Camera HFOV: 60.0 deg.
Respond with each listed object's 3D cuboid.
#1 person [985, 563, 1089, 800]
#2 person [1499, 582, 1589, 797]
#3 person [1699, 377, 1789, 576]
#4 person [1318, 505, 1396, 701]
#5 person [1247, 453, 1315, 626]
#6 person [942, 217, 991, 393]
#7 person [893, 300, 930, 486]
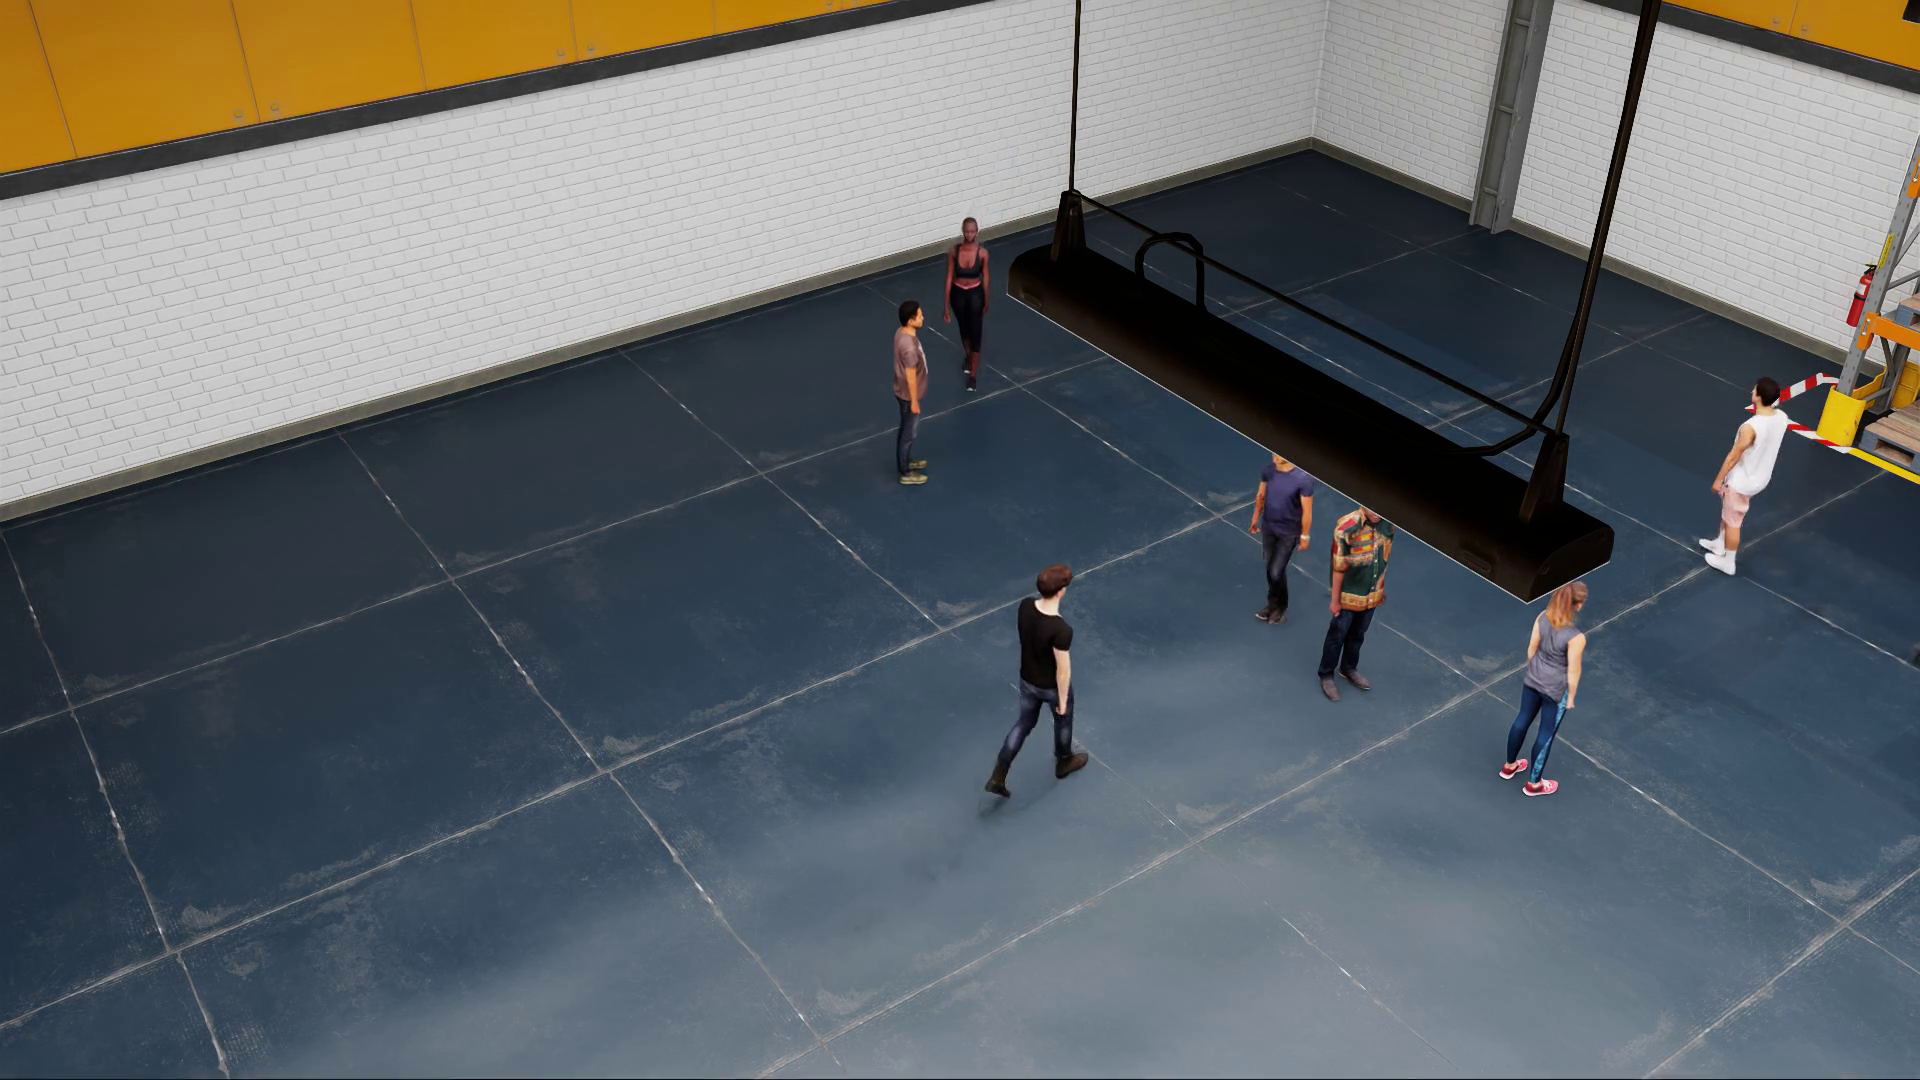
[{"bbox_3d":[0.505,1.003,11.398,1.156,1.867,0.882,28,43,35],"label":"person"},{"bbox_3d":[4.070,1.008,11.516,0.647,1.728,0.487,-18,37,-25],"label":"person"},{"bbox_3d":[6.544,-0.476,13.704,0.681,1.776,0.705,-18,38,-25],"label":"person"},{"bbox_3d":[2.961,0.350,12.435,0.744,1.807,0.714,-14,36,-21],"label":"person"},{"bbox_3d":[2.610,-0.128,13.179,0.747,1.778,0.547,-25,41,-32],"label":"person"},{"bbox_3d":[0.087,-2.437,16.707,1.070,1.719,1.135,6,34,8],"label":"person"},{"bbox_3d":[-0.470,-1.345,15.012,0.766,1.777,0.651,-3,34,-4],"label":"person"}]
